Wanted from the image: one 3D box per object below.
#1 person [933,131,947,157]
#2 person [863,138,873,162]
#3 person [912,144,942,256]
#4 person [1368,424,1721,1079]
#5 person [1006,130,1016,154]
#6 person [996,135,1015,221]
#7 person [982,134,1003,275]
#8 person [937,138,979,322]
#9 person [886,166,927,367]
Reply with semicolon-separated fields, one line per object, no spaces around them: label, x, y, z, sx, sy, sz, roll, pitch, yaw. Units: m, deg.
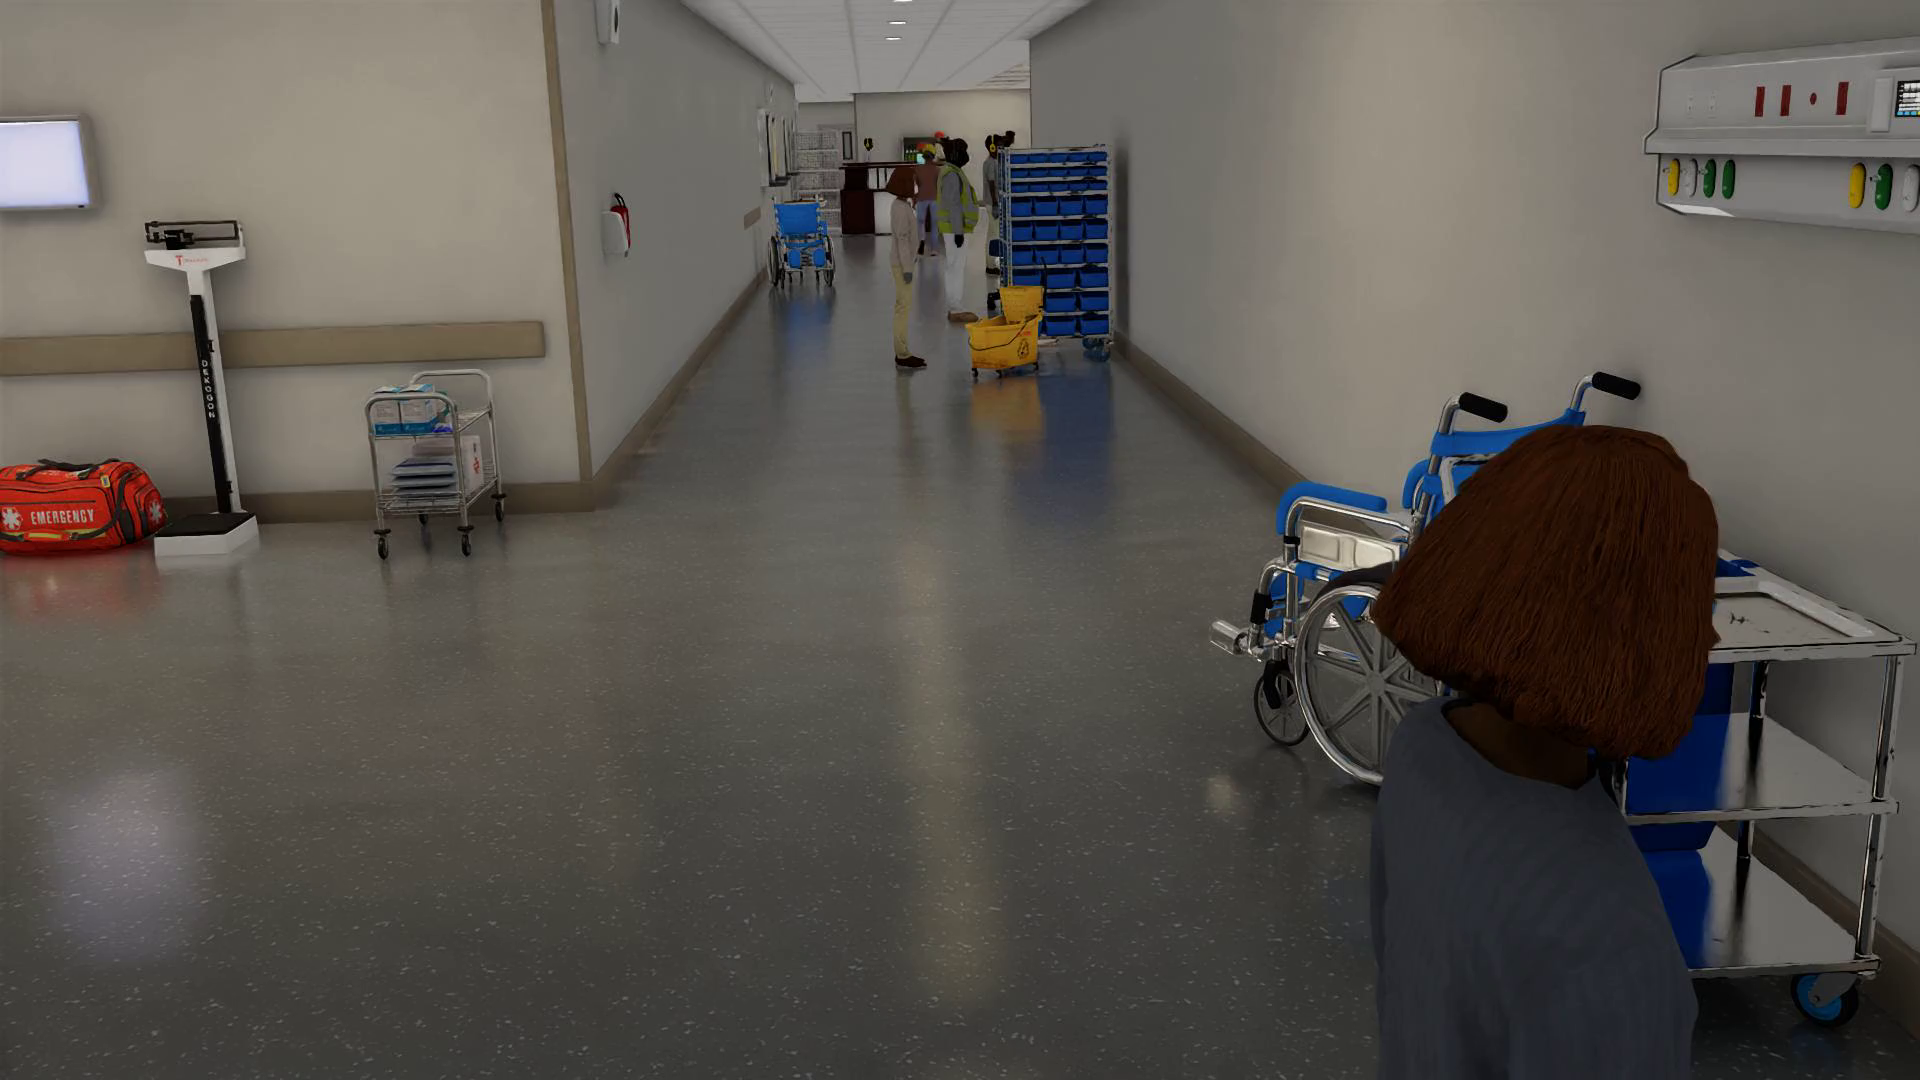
person;-0.499;-9.198;41.543;0.377;1.995;0.608;-2;14;-3
person;-2.307;-9.305;42.457;0.329;1.872;0.508;-2;14;-3
person;-0.493;-5.346;26.198;0.543;1.751;0.536;0;14;5
person;0.497;0.702;1.490;0.289;1.633;0.497;-2;14;-3
person;1.271;-9.568;42.947;0.384;1.956;0.651;-1;14;1
person;0.993;-7.950;36.559;0.429;1.844;0.624;-2;14;-3
person;0.475;-4.527;22.493;0.329;1.872;0.508;-2;14;-3
person;-0.016;-3.148;16.944;0.429;1.844;0.625;-2;14;-2
person;-0.443;-2.243;13.706;0.284;1.633;0.497;-2;14;-3
